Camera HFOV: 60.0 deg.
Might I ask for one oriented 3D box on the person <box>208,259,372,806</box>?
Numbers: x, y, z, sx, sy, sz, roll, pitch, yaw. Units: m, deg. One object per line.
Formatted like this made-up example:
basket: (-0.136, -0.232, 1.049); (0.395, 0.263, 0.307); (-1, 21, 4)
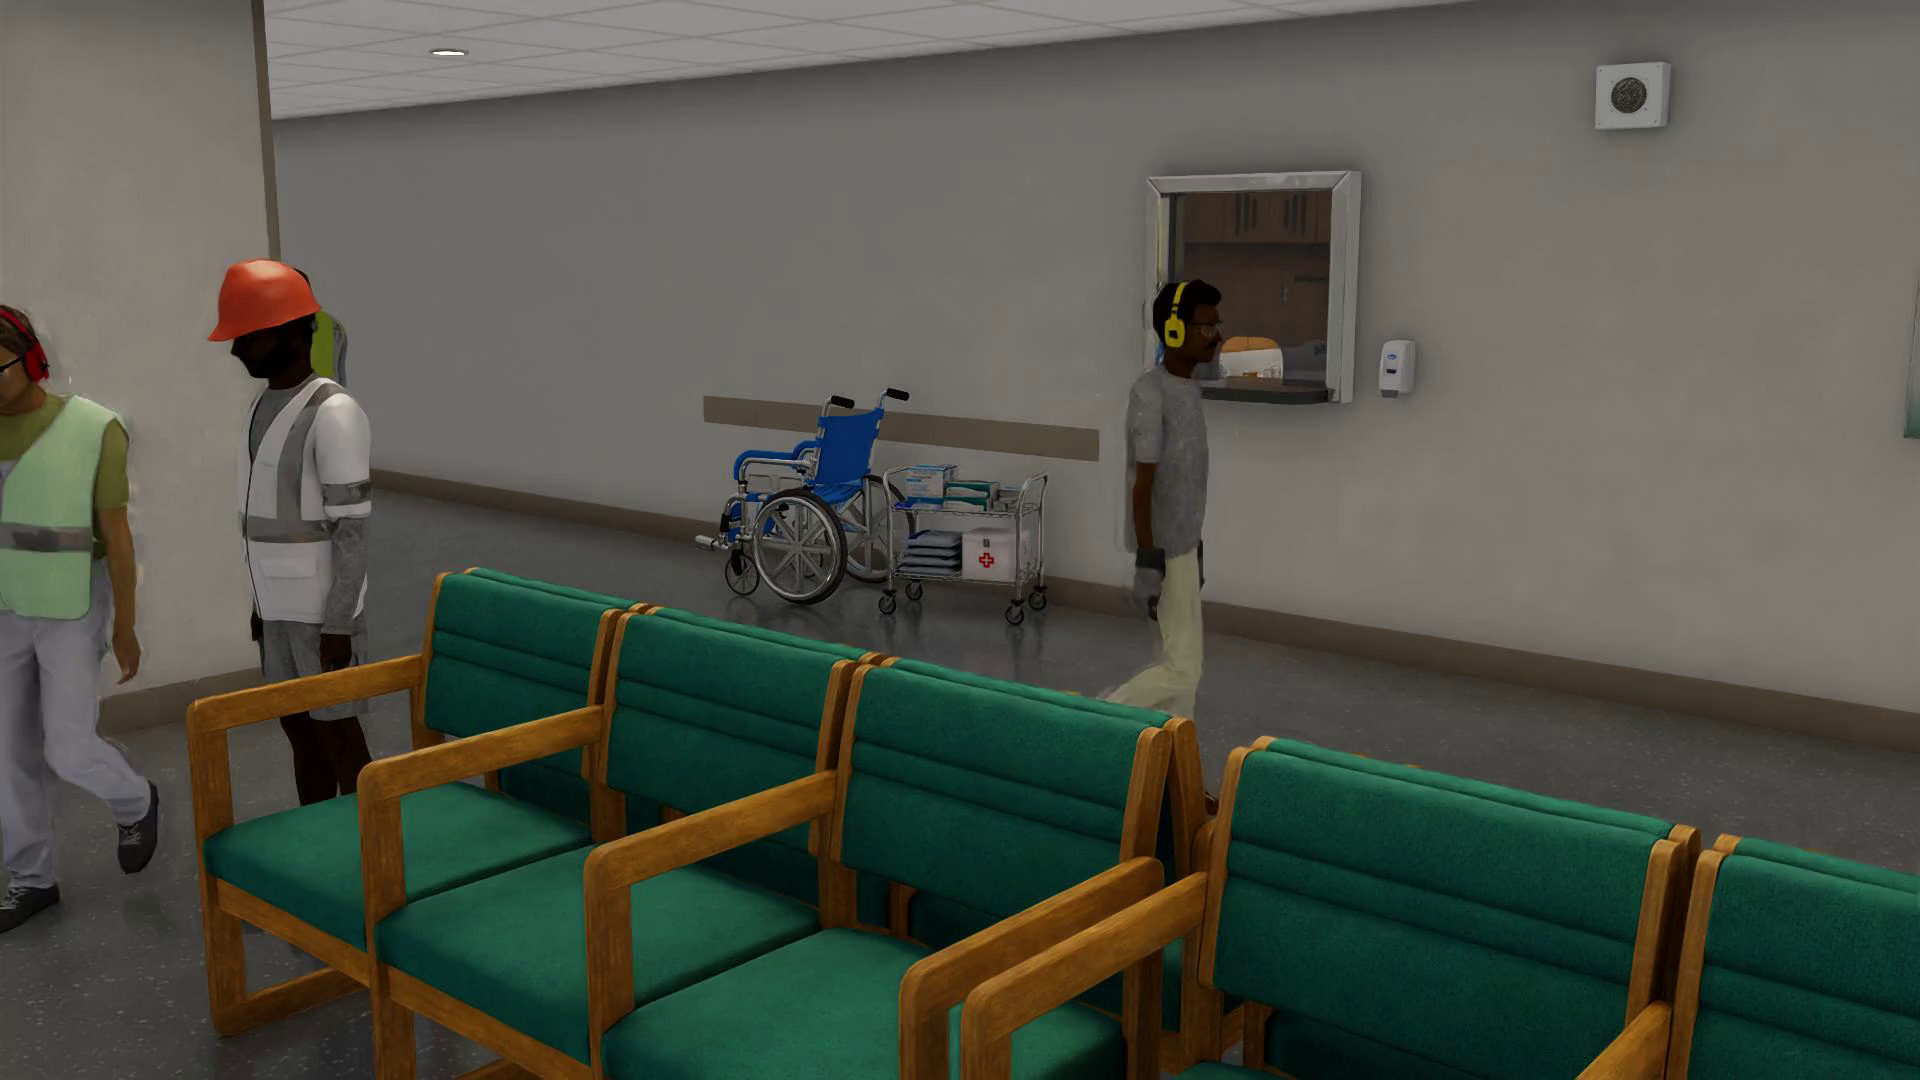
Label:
person: (-1.884, 0.178, 4.725); (0.542, 1.928, 0.375); (9, 13, 42)

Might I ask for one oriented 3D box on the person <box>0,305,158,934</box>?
person: (-2.629, 0.223, 4.816); (0.599, 1.806, 0.547); (1, 10, 5)

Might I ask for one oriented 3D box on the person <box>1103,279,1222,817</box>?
person: (0.683, 0.045, 5.689); (0.522, 1.856, 0.545); (5, 11, 26)
